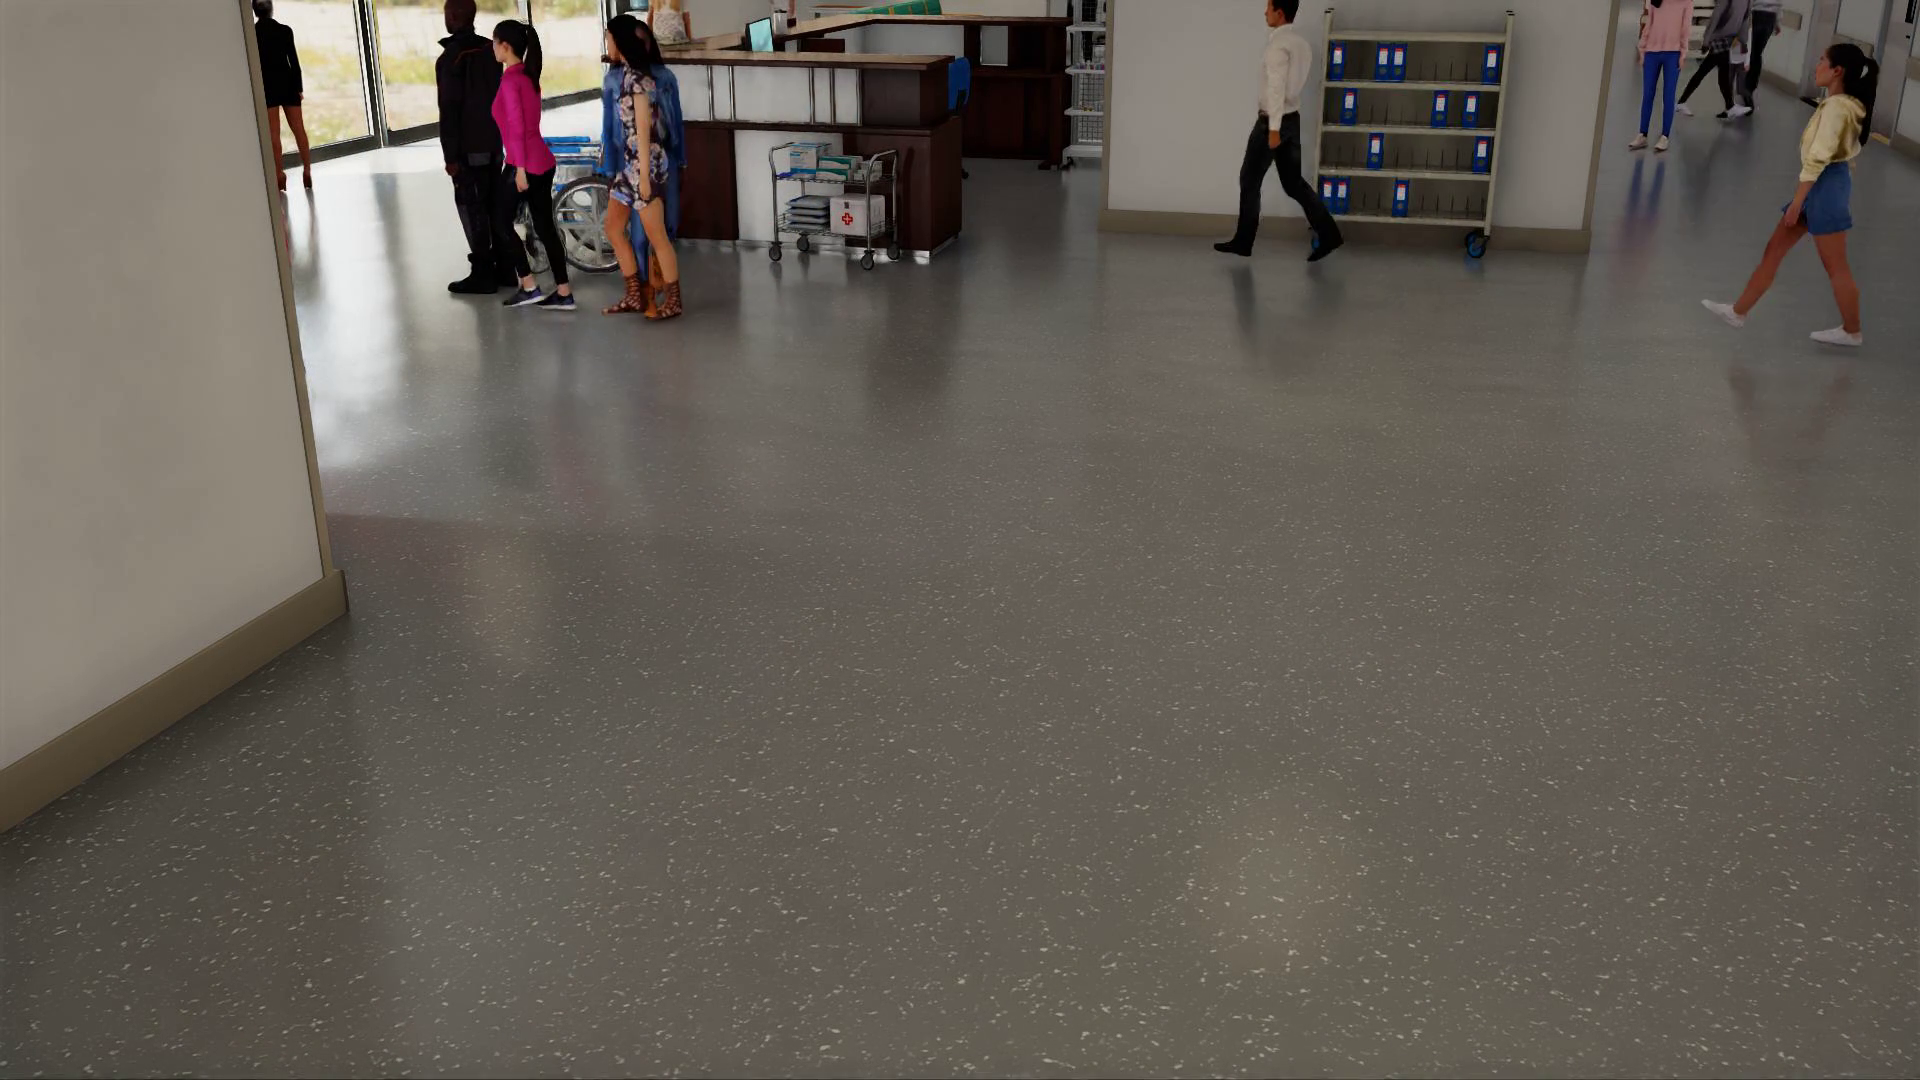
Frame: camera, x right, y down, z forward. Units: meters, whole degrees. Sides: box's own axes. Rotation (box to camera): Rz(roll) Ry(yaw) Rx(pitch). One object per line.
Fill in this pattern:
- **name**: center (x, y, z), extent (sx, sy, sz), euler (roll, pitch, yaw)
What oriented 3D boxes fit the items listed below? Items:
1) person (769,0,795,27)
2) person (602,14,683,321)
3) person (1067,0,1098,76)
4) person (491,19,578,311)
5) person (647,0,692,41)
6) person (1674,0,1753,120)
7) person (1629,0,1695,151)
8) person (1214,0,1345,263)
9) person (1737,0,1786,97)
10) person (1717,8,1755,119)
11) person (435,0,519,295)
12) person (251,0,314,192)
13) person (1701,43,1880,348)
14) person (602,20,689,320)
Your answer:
- **person**: center (-2.719, -8.038, 25.528), extent (0.971, 1.505, 0.735), euler (4, 21, 11)
- **person**: center (-1.776, -2.140, 9.651), extent (0.945, 1.720, 0.892), euler (-12, 24, -29)
- **person**: center (1.789, -7.660, 24.379), extent (0.692, 1.612, 0.799), euler (15, 25, 34)
- **person**: center (-2.450, -2.165, 9.772), extent (0.693, 1.682, 0.672), euler (2, 21, 5)
- **person**: center (-3.002, -5.047, 17.229), extent (1.140, 1.789, 0.796), euler (2, 21, 5)
- **person**: center (8.596, -5.687, 19.018), extent (1.085, 1.720, 1.239), euler (-15, 25, -34)
- **person**: center (7.057, -4.827, 16.682), extent (0.640, 1.766, 0.780), euler (17, 27, 38)
- **person**: center (2.229, -2.734, 11.136), extent (1.238, 1.779, 0.908), euler (13, 24, 30)
- **person**: center (10.343, -6.621, 21.398), extent (0.724, 1.780, 0.846), euler (-1, 21, -4)
- **person**: center (9.031, -5.512, 19.206), extent (0.780, 1.258, 0.709), euler (-11, 23, -26)
- **person**: center (-3.013, -2.472, 10.391), extent (0.616, 1.818, 0.699), euler (8, 22, 20)
- **person**: center (-5.818, -3.819, 14.199), extent (0.673, 1.639, 0.729), euler (-13, 24, -31)
- **person**: center (4.725, -1.798, 8.947), extent (1.167, 1.580, 0.888), euler (13, 24, 30)
- **person**: center (-1.845, -2.172, 9.775), extent (0.907, 1.692, 0.924), euler (-4, 21, -11)
